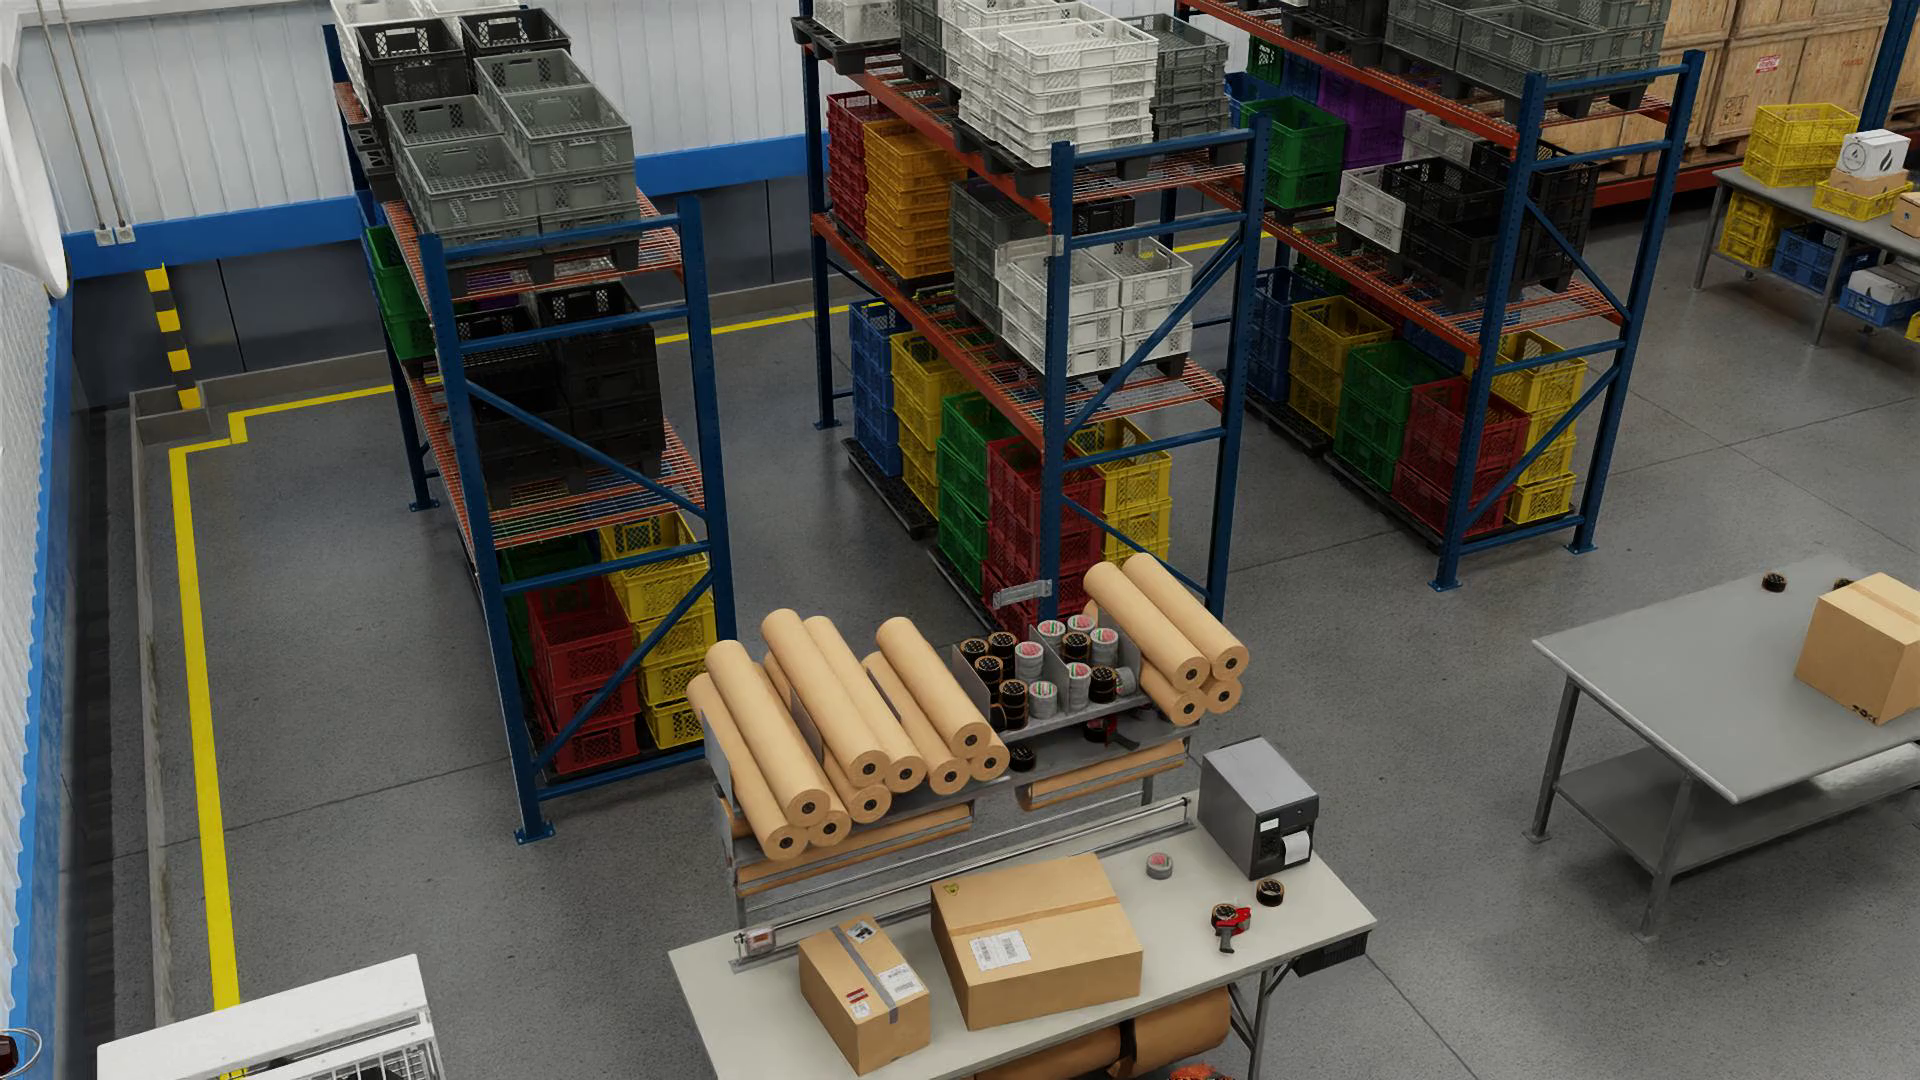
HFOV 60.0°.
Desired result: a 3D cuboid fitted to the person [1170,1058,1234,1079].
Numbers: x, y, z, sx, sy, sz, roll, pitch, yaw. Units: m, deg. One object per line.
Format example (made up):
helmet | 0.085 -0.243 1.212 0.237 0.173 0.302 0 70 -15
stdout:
person | 0.661 2.215 4.837 0.375 1.880 0.581 26 40 36
